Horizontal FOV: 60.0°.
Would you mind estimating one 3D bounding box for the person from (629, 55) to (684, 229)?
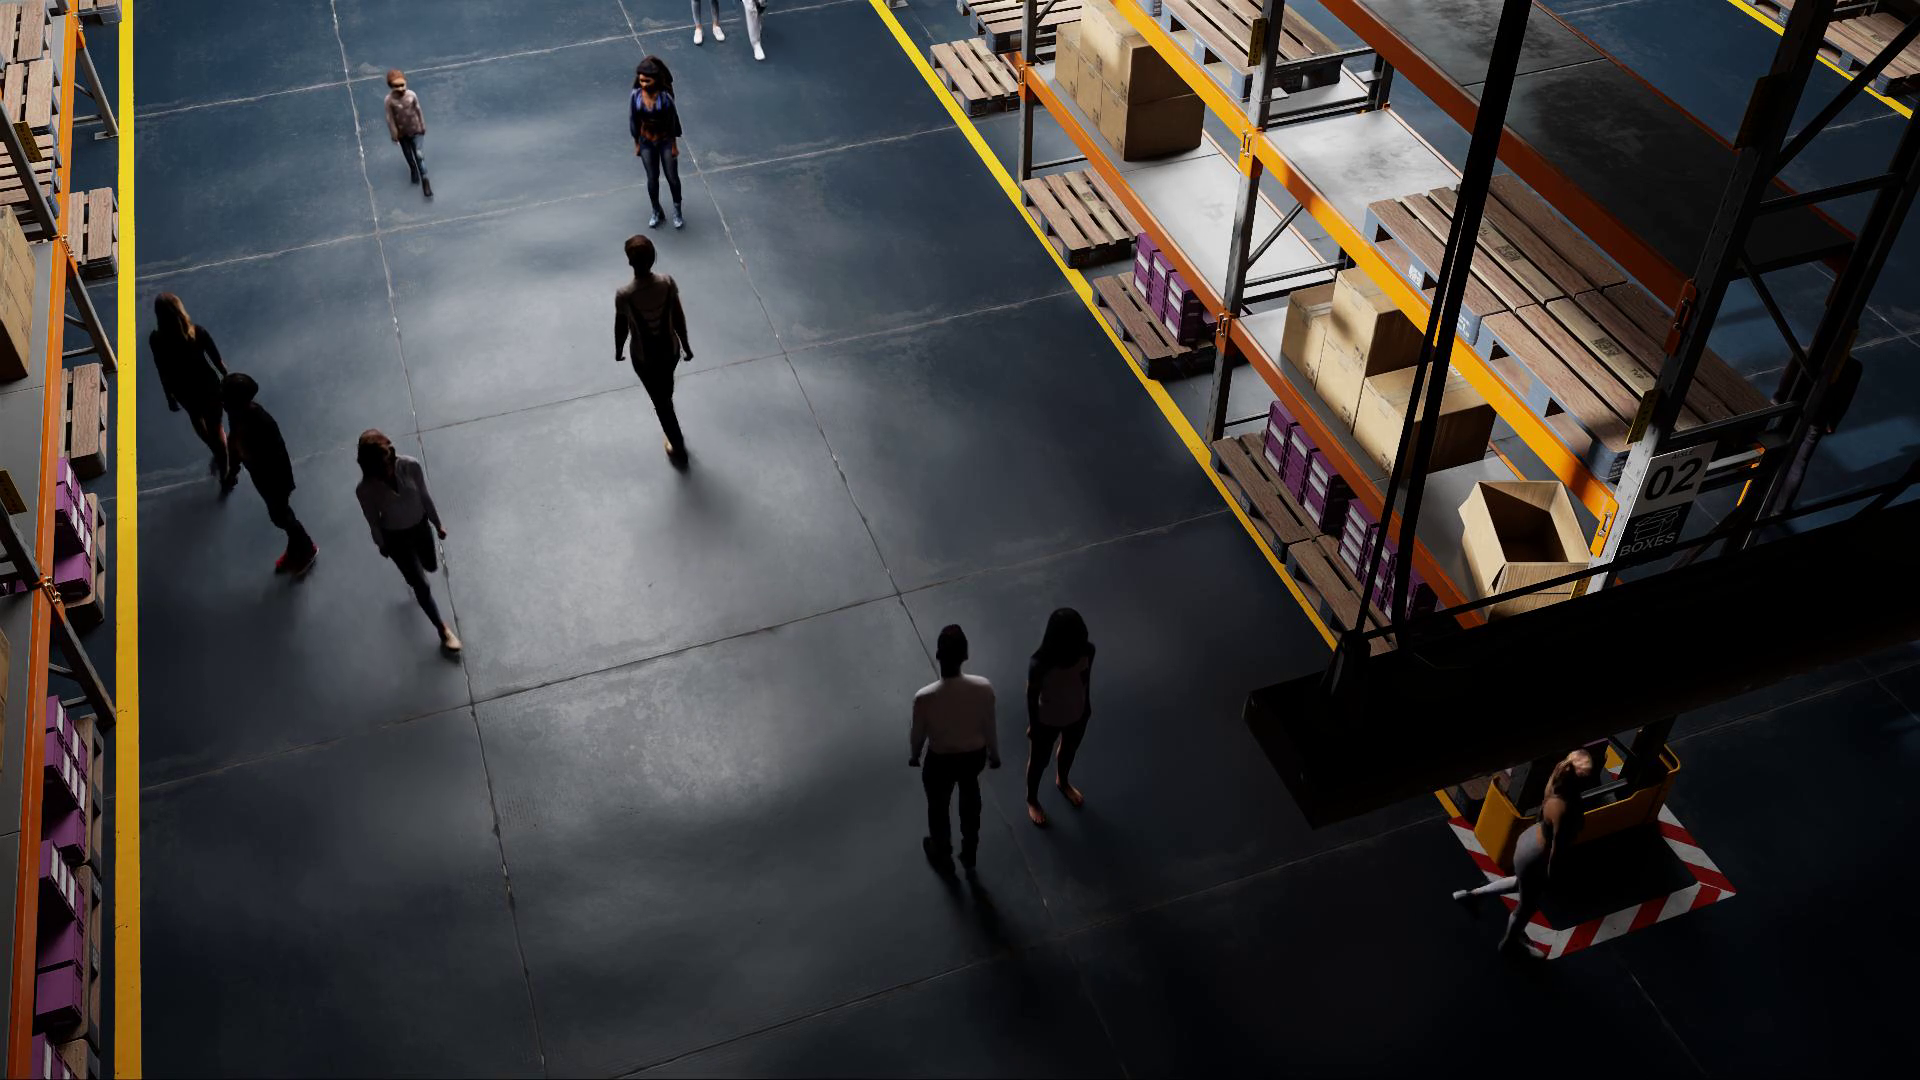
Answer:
[{"bbox_3d":[-2.678,-3.512,14.737,0.688,1.616,0.688,4,44,4],"label":"person"}]

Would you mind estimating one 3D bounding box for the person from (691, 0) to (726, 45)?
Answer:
[{"bbox_3d":[-2.679,-6.025,17.311,0.644,1.704,0.556,-8,44,-8],"label":"person"}]

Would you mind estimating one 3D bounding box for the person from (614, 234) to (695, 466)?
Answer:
[{"bbox_3d":[-2.211,-1.346,12.288,0.815,1.857,1.168,-22,48,-21],"label":"person"}]

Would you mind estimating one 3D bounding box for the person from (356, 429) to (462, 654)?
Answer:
[{"bbox_3d":[-3.685,-0.077,11.016,0.860,1.775,1.155,-30,51,-27],"label":"person"}]

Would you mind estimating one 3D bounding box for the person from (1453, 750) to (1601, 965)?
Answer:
[{"bbox_3d":[3.116,1.722,9.185,0.922,1.696,0.879,16,46,16],"label":"person"}]

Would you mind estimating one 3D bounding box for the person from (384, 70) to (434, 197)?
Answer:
[{"bbox_3d":[-5.119,-3.811,15.374,0.474,1.171,0.806,-13,45,-14],"label":"person"}]

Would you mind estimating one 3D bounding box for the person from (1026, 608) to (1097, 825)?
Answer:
[{"bbox_3d":[0.597,1.021,9.914,0.623,1.706,0.561,-22,48,-21],"label":"person"}]

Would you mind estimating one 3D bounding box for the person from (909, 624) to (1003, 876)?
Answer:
[{"bbox_3d":[0.015,1.302,9.511,0.706,1.853,0.759,-14,45,-14],"label":"person"}]

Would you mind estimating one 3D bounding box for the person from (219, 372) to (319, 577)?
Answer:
[{"bbox_3d":[-4.766,-0.520,11.557,0.697,1.670,0.783,27,50,25],"label":"person"}]

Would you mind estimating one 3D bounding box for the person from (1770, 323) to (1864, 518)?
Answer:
[{"bbox_3d":[6.007,-0.868,11.851,0.753,1.769,0.705,-9,44,-9],"label":"person"}]

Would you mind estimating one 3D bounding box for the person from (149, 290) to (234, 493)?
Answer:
[{"bbox_3d":[-5.547,-1.025,12.101,0.613,1.651,0.800,-11,45,-12],"label":"person"}]
